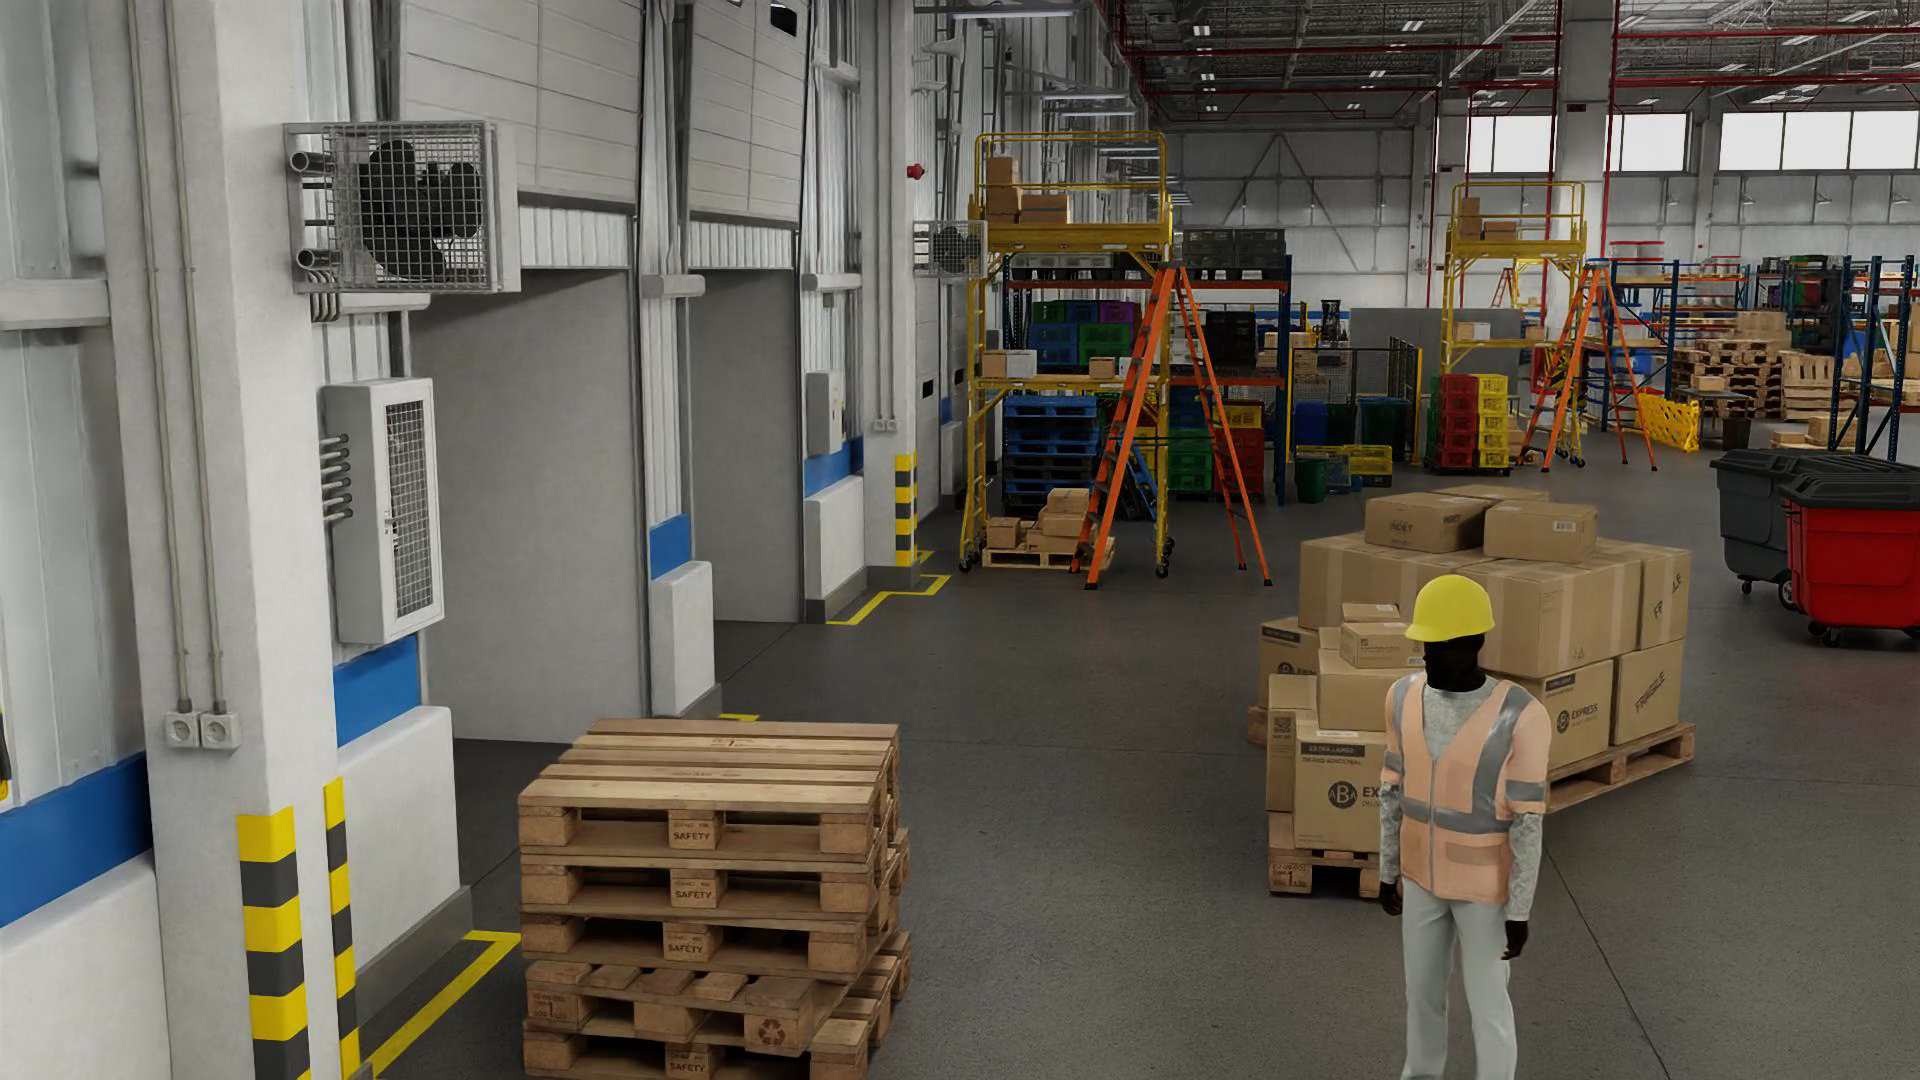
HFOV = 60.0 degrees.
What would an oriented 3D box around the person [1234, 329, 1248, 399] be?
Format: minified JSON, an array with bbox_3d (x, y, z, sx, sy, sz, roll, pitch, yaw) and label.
[{"bbox_3d":[5.901,-3.584,34.721,0.311,1.632,0.518,-6,11,-34],"label":"person"}]

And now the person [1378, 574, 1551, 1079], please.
[{"bbox_3d":[1.547,1.053,5.236,0.393,1.921,0.586,-7,12,-38],"label":"person"}]

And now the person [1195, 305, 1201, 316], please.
[{"bbox_3d":[6.284,-5.297,44.383,0.544,1.928,0.393,-9,13,-44],"label":"person"}]

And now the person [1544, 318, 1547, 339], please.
[{"bbox_3d":[15.909,-5.313,44.700,0.624,1.849,0.813,8,12,41],"label":"person"}]

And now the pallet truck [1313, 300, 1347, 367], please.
[{"bbox_3d":[11.159,-6.200,49.718,0.823,1.965,1.885,4,10,26],"label":"pallet truck"}]

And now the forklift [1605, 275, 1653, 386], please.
[{"bbox_3d":[16.151,-5.250,41.142,1.873,2.768,1.129,3,10,17],"label":"forklift"}]

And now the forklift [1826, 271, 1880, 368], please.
[{"bbox_3d":[25.327,-6.332,47.821,1.873,2.768,1.129,1,9,9],"label":"forklift"}]
